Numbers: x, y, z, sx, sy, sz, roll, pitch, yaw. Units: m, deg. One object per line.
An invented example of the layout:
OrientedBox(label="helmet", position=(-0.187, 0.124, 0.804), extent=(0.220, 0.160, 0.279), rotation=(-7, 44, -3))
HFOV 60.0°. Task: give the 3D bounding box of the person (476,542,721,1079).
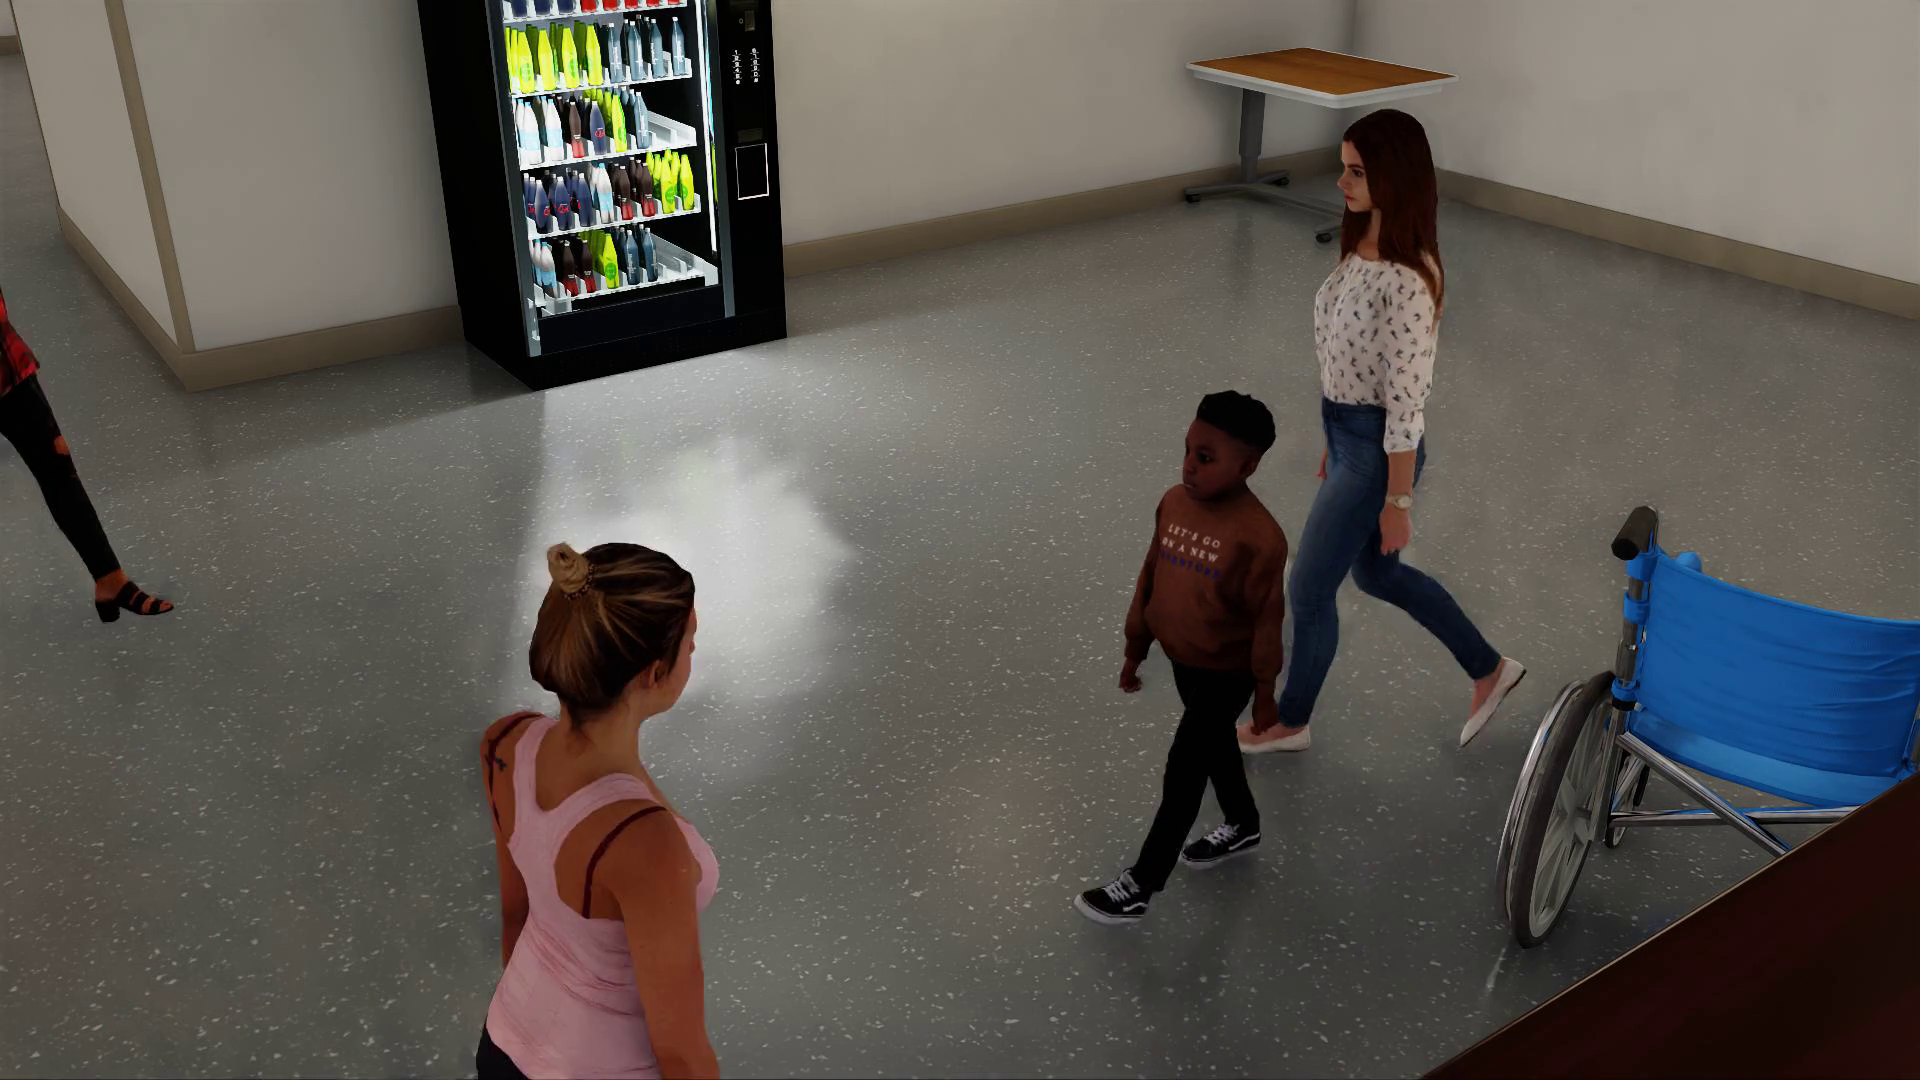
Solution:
OrientedBox(label="person", position=(-0.557, 0.754, 2.218), extent=(0.641, 1.651, 0.624), rotation=(-23, 34, -39))

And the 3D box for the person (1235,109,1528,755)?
OrientedBox(label="person", position=(1.107, -0.197, 4.135), extent=(1.144, 1.698, 1.005), rotation=(0, 26, -1))

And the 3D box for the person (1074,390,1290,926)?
OrientedBox(label="person", position=(0.611, 0.252, 3.745), extent=(0.837, 1.227, 0.556), rotation=(-16, 30, -30))
